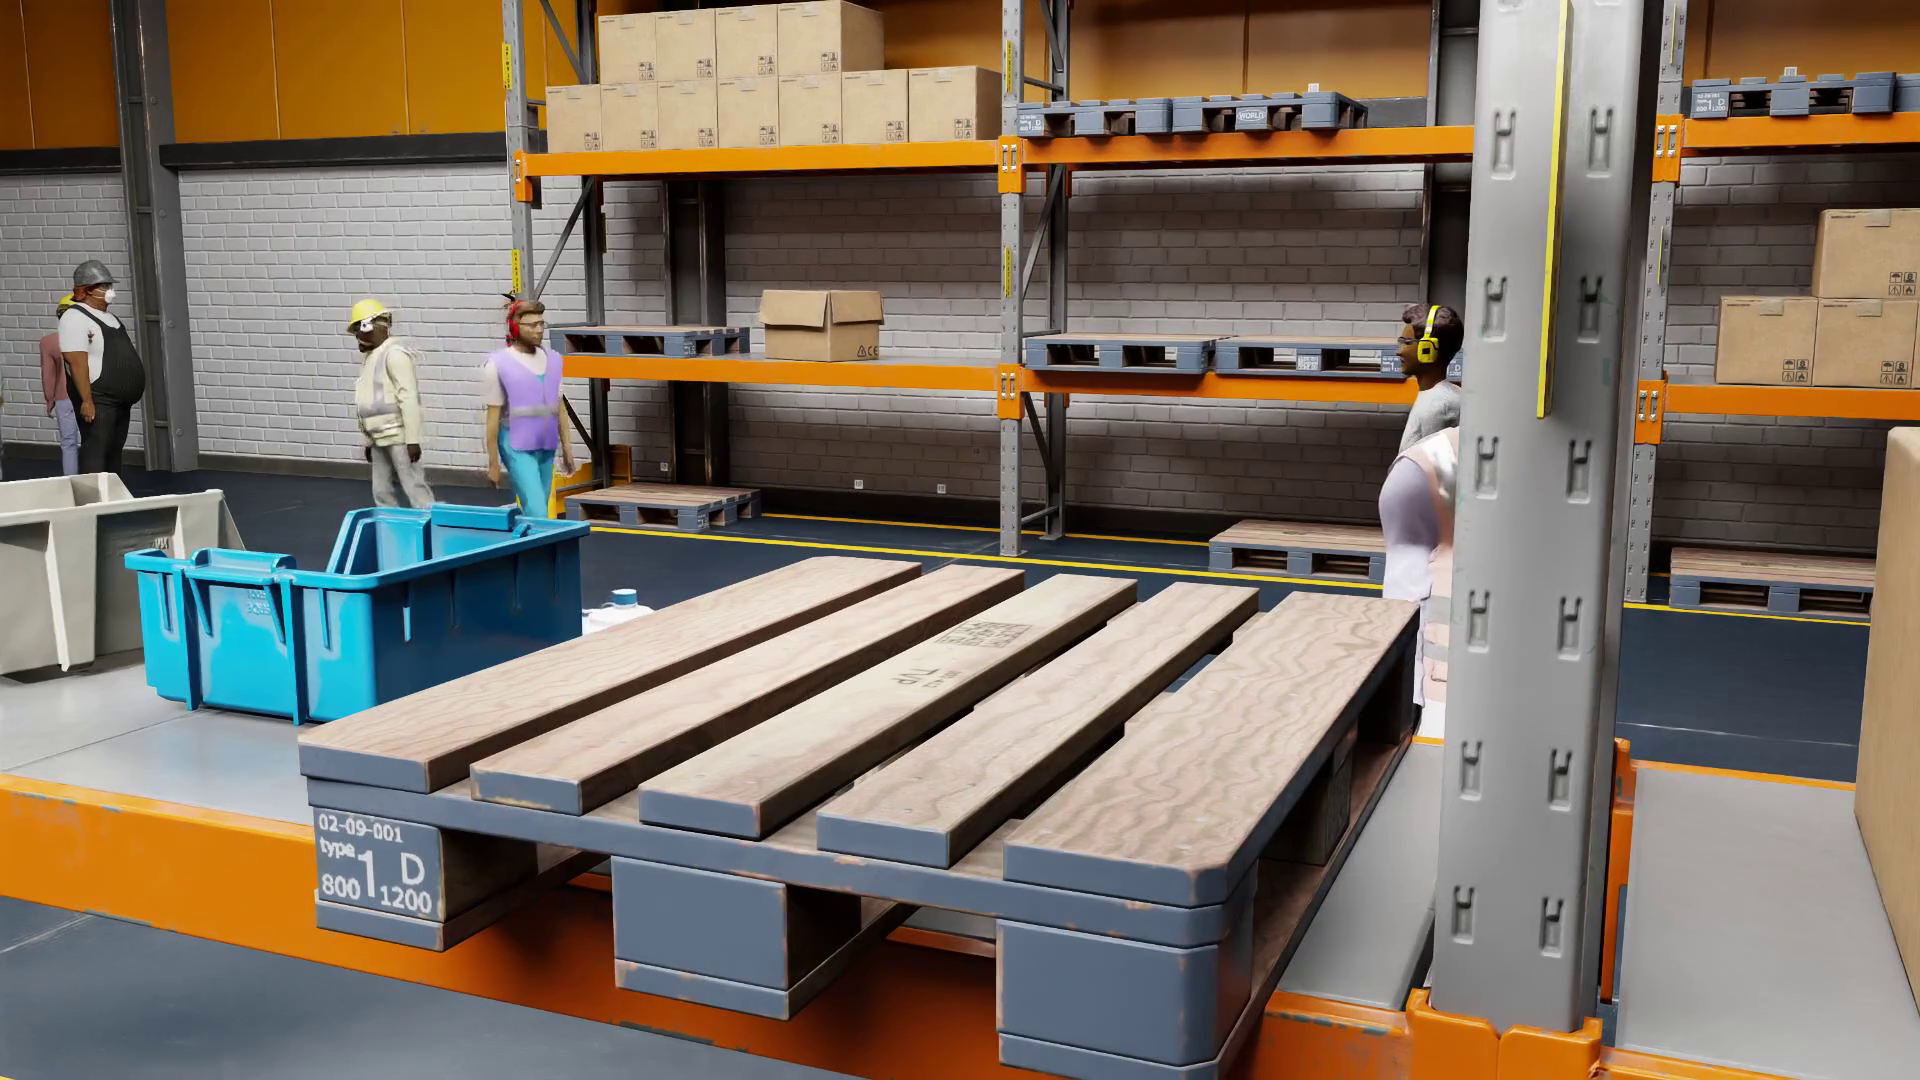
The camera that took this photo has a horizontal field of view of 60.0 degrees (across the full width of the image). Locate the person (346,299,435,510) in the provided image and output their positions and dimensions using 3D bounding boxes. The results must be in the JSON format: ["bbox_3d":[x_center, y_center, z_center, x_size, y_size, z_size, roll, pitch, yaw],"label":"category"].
[{"bbox_3d":[-3.684,-0.680,10.936,0.518,1.785,0.661,-8,12,-40],"label":"person"}]

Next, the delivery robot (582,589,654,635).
[{"bbox_3d":[-1.495,0.465,7.451,0.707,0.478,0.477,6,11,32],"label":"delivery robot"}]

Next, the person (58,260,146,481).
[{"bbox_3d":[-6.533,-1.116,12.757,0.537,2.000,0.682,-1,10,-5],"label":"person"}]

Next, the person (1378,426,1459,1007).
[{"bbox_3d":[1.405,0.382,4.384,0.621,1.845,0.429,-3,10,-18],"label":"person"}]

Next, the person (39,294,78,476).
[{"bbox_3d":[-7.314,-1.151,13.817,0.525,1.759,0.337,-3,10,-18],"label":"person"}]

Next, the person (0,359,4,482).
[{"bbox_3d":[-8.821,-1.311,14.850,0.485,1.733,0.409,-4,10,-23],"label":"person"}]

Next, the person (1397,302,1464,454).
[{"bbox_3d":[1.768,0.038,6.351,0.328,1.874,0.521,4,10,23],"label":"person"}]

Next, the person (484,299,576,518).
[{"bbox_3d":[-2.621,-0.523,9.903,0.837,1.820,0.571,5,11,28],"label":"person"}]
